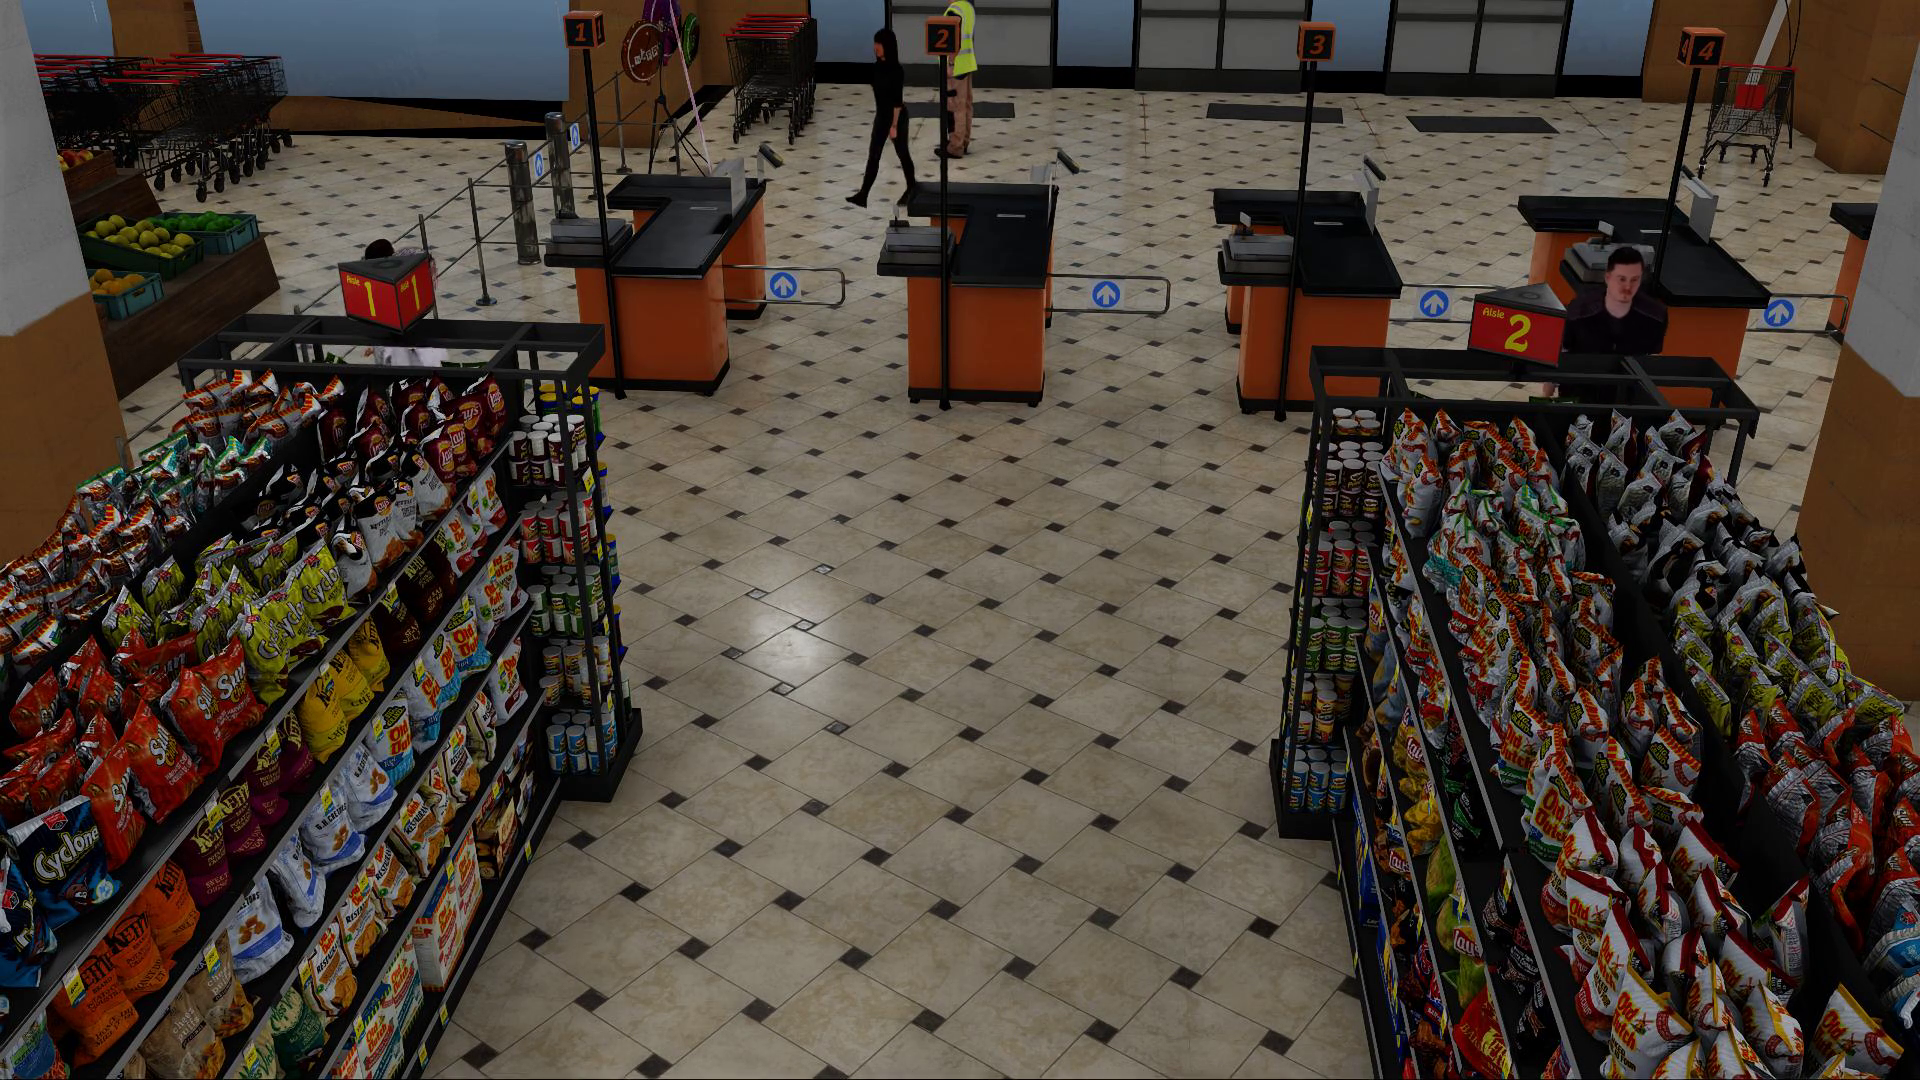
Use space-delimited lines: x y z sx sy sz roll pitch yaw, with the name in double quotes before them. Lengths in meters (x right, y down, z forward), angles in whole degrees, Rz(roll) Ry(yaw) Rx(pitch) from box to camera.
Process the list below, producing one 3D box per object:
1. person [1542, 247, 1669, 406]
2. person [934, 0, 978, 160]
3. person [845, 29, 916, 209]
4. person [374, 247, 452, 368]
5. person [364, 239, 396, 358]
"person" 3.382 -0.709 8.883 0.748 1.800 1.188 5 27 9
"person" -0.047 -4.867 17.033 0.830 1.845 0.717 8 28 16
"person" -0.569 -3.857 15.302 1.109 1.608 1.011 -23 35 -38
"person" -2.758 -0.504 8.393 1.285 1.877 1.287 -17 32 -30
"person" -3.455 -1.189 10.210 0.600 1.456 0.543 -1 27 -2
